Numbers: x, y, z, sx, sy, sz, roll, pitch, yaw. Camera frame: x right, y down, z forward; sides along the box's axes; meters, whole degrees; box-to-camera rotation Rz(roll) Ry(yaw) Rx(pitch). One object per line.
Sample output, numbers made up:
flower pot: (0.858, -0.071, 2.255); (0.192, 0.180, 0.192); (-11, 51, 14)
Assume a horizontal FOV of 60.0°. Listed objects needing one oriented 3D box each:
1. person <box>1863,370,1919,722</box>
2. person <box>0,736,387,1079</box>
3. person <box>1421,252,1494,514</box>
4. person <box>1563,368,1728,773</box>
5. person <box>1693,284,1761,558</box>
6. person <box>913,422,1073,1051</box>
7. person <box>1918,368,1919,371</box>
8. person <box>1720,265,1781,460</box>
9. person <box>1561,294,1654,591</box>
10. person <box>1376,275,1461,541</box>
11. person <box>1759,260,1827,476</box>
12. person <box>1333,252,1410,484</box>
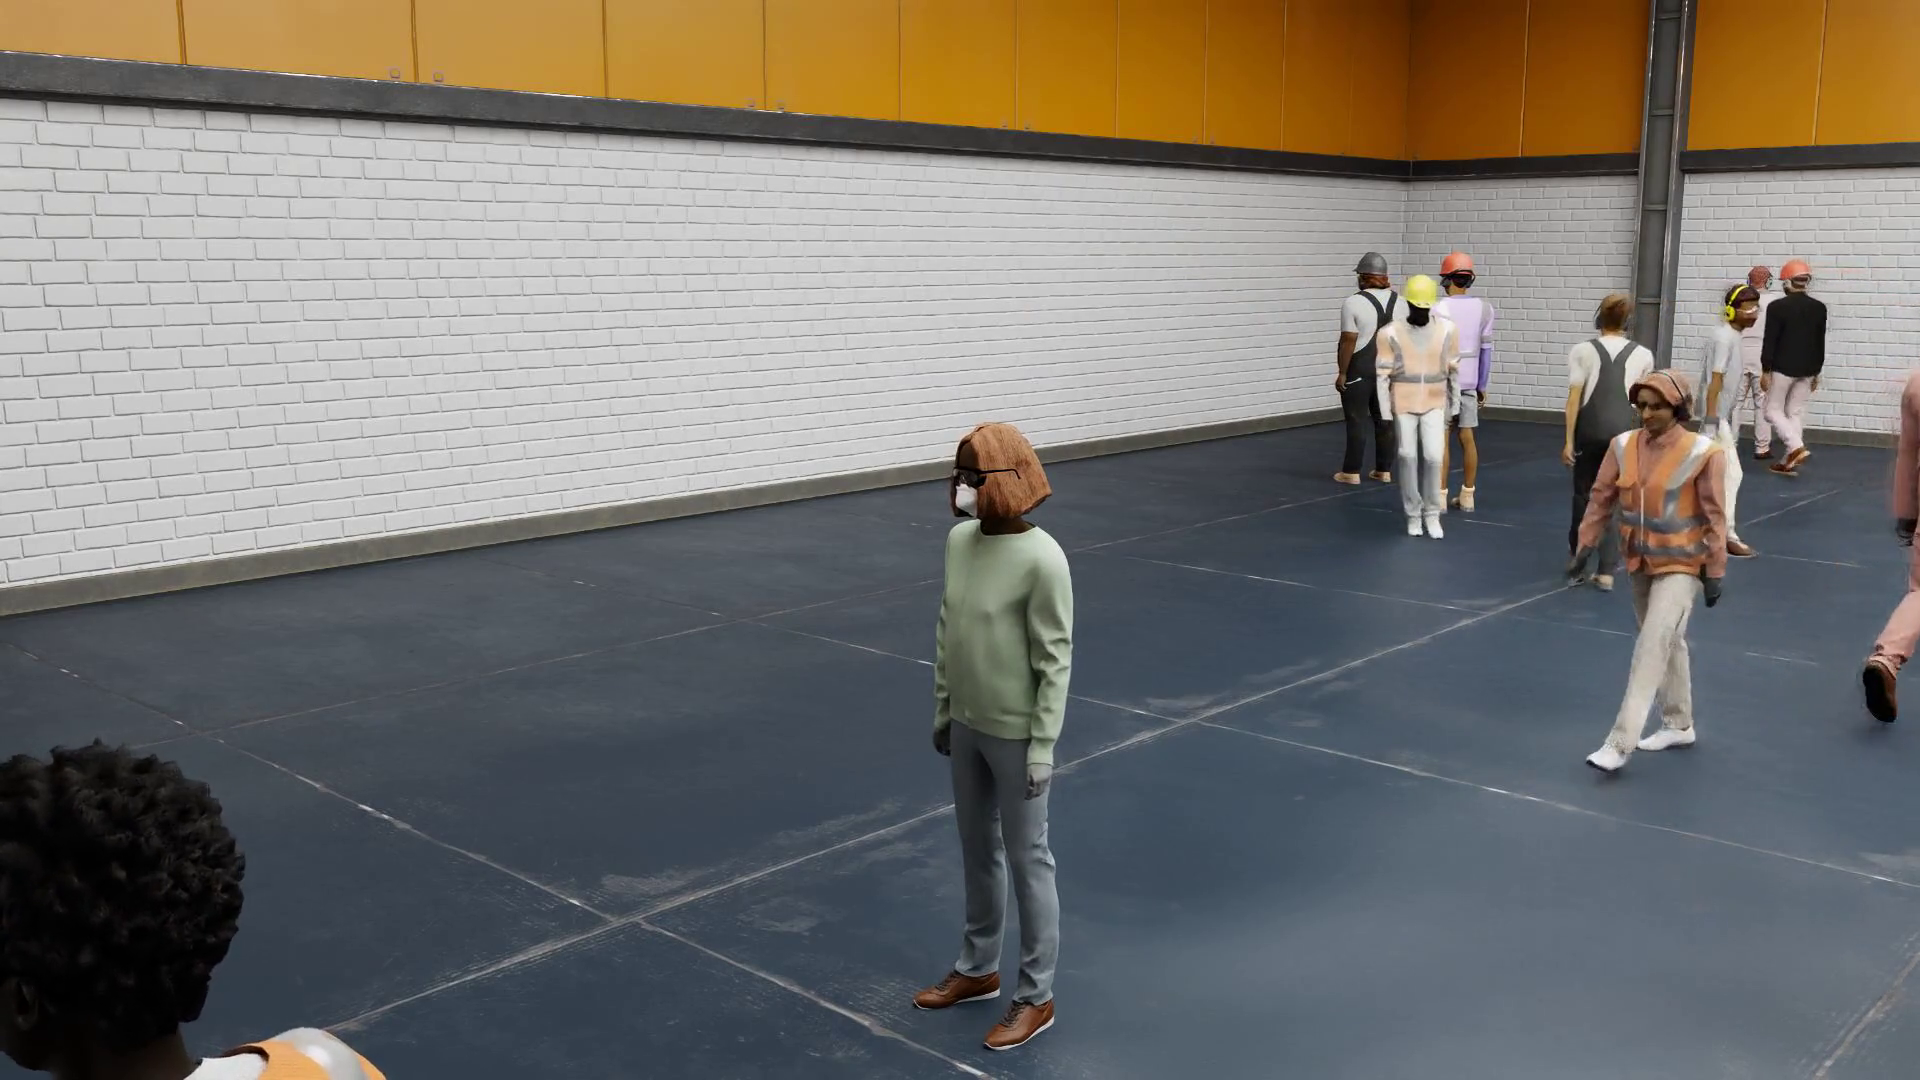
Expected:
person: (4.337, -0.113, 7.189); (0.822, 1.881, 0.655); (-6, 12, -32)
person: (-0.647, 0.997, 1.416); (0.320, 1.690, 0.529); (3, 10, 15)
person: (3.859, -1.229, 13.074); (0.615, 2.041, 0.387); (-3, 10, -17)
person: (2.721, 0.121, 6.620); (0.836, 1.591, 0.542); (-5, 11, -27)
person: (5.181, -0.806, 11.280); (0.623, 1.826, 0.626); (5, 11, 26)
person: (0.092, 0.505, 4.368); (0.284, 1.633, 0.497); (-7, 12, -36)
person: (7.123, -0.913, 11.974); (0.406, 1.811, 0.691); (-4, 11, -22)
person: (7.832, -1.748, 16.418); (0.654, 1.906, 0.408); (7, 12, 36)
person: (4.017, -0.625, 10.366); (0.523, 1.783, 1.003); (2, 10, 12)
person: (3.266, -0.935, 11.849); (0.617, 1.878, 0.606); (1, 10, 7)
person: (7.566, -1.550, 15.107); (0.664, 1.970, 0.589); (-2, 10, -14)
person: (3.592, -1.519, 14.730); (0.688, 2.000, 0.539); (-4, 11, -22)
